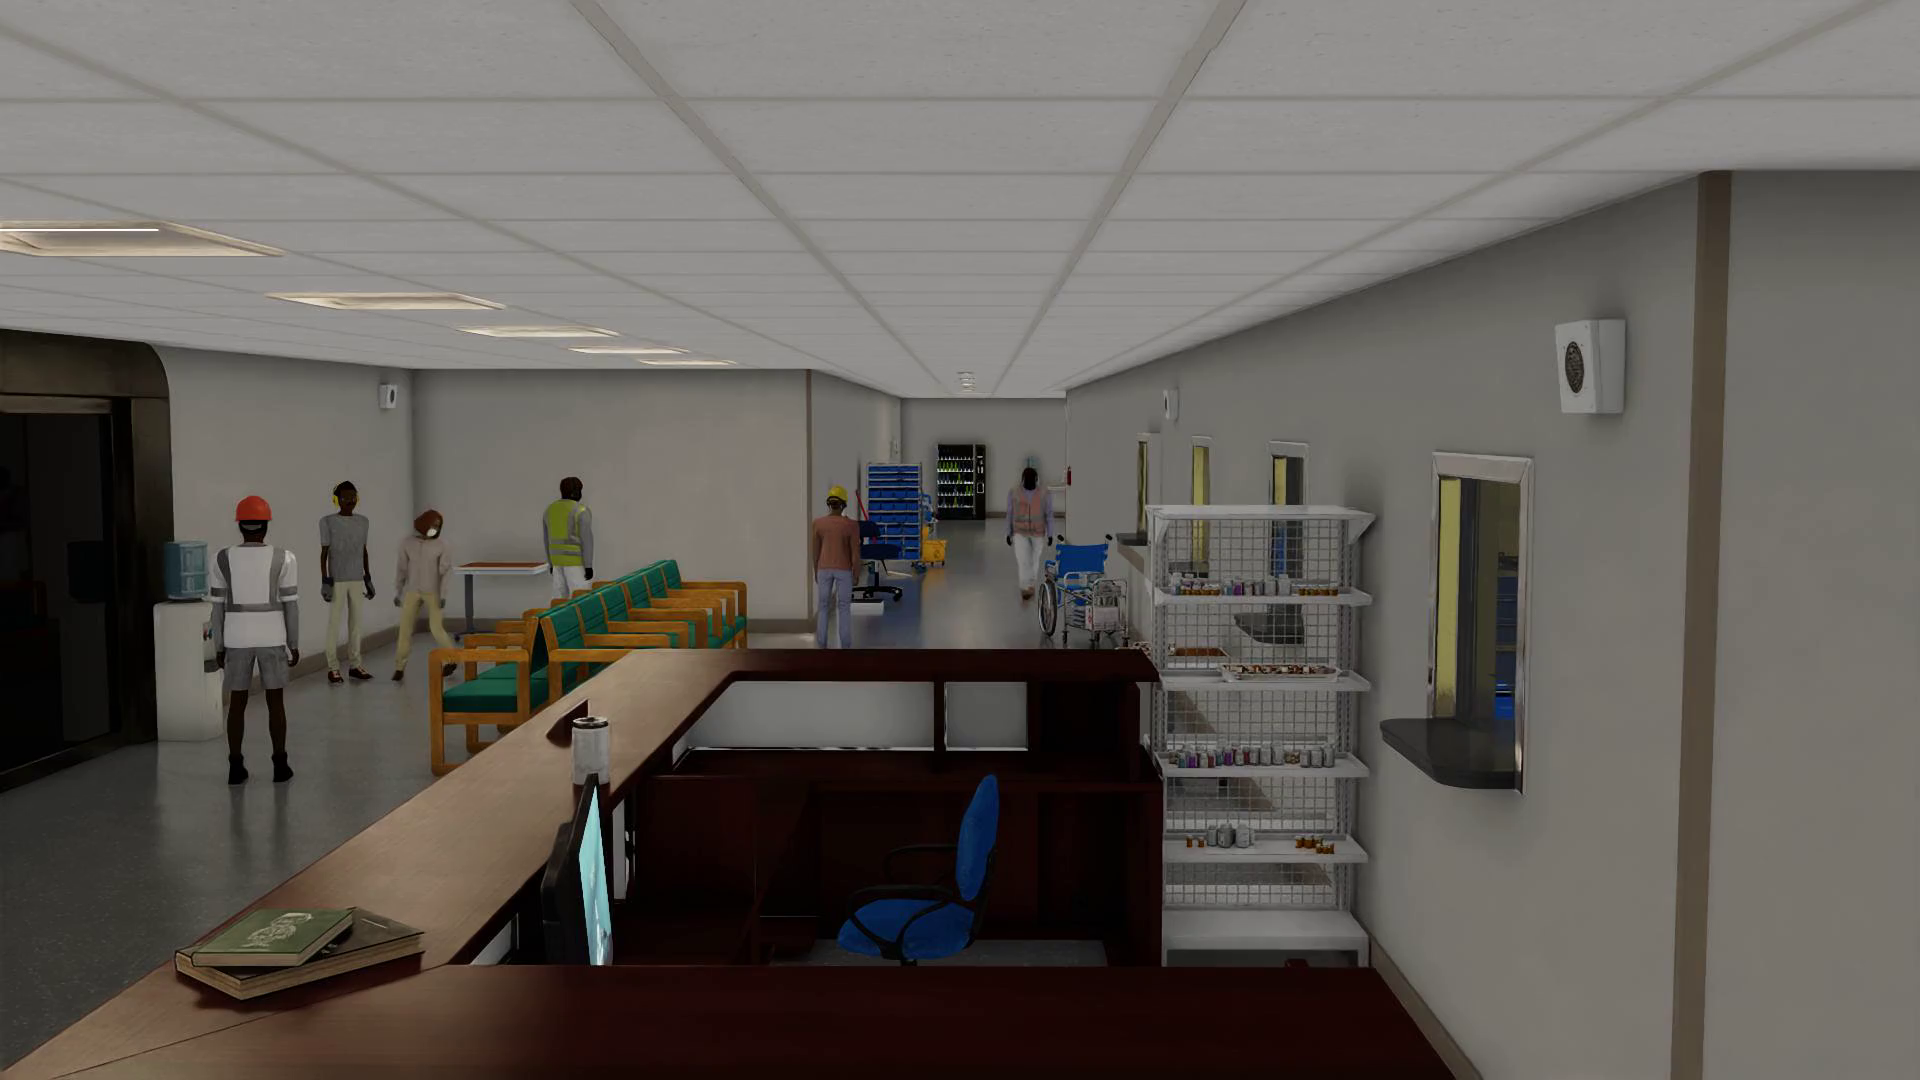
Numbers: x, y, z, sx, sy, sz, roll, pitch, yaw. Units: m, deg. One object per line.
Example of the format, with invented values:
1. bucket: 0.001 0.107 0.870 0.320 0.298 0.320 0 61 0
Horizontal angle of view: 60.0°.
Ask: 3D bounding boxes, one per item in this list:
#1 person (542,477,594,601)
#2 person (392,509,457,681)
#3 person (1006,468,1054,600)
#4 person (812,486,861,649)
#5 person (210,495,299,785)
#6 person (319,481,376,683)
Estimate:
1. person: -4.091 0.254 17.504 0.623 1.844 0.430 2 5 31
2. person: -5.039 0.506 15.618 0.535 1.615 0.449 0 4 0
3. person: 0.957 -0.093 22.712 0.645 1.791 0.987 0 4 -1
4. person: -1.275 0.319 17.180 0.518 1.756 0.344 1 4 12
5. person: -4.712 0.665 11.145 0.546 1.929 0.387 -1 4 -13
6. person: -5.689 0.385 15.458 0.328 1.874 0.521 3 5 40
